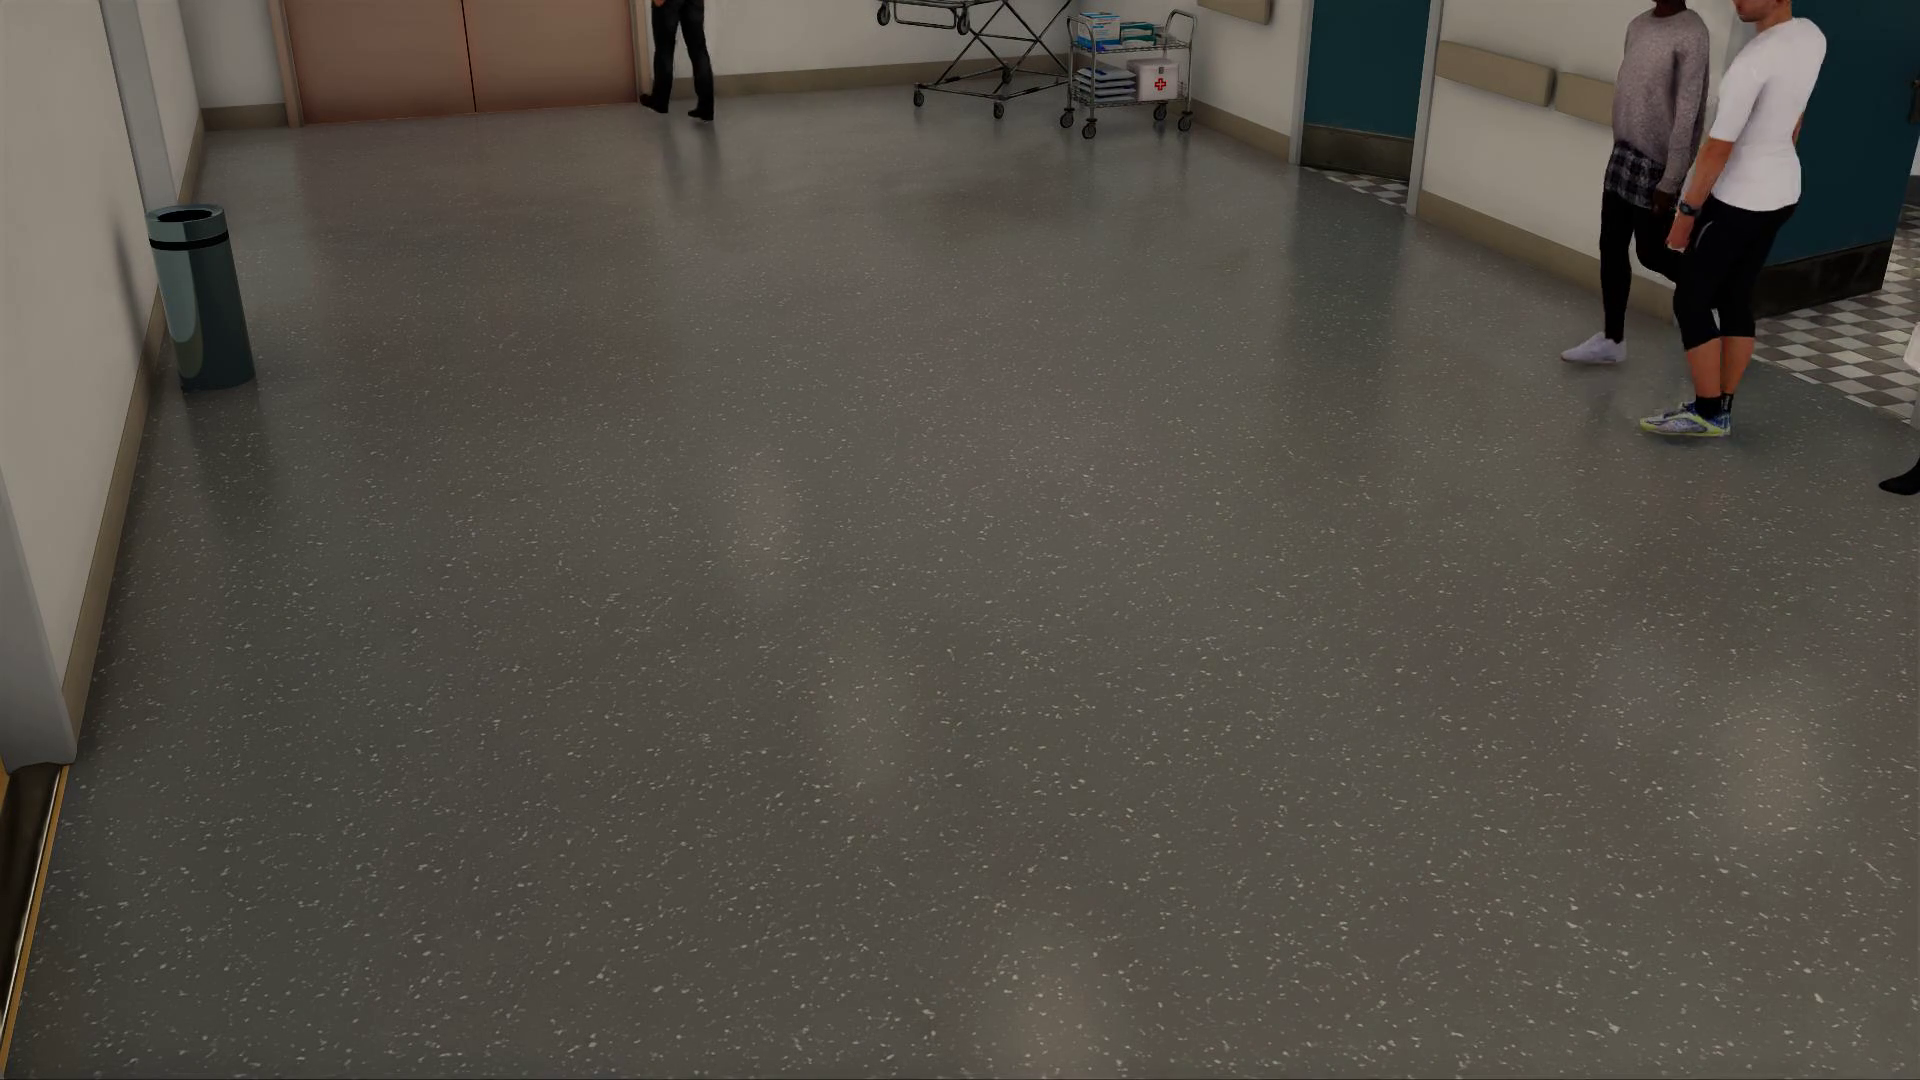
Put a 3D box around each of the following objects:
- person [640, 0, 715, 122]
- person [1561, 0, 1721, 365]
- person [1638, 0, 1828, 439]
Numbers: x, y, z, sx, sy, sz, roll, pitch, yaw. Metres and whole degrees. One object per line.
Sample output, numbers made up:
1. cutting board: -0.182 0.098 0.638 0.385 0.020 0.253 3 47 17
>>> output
1. person: -1.871 -3.768 11.417 0.916 1.777 1.105 -22 34 -38
2. person: 2.912 -1.545 6.835 0.783 1.752 0.896 -6 26 -12
3. person: 2.928 -1.272 6.180 0.752 1.830 0.659 -8 27 -17
